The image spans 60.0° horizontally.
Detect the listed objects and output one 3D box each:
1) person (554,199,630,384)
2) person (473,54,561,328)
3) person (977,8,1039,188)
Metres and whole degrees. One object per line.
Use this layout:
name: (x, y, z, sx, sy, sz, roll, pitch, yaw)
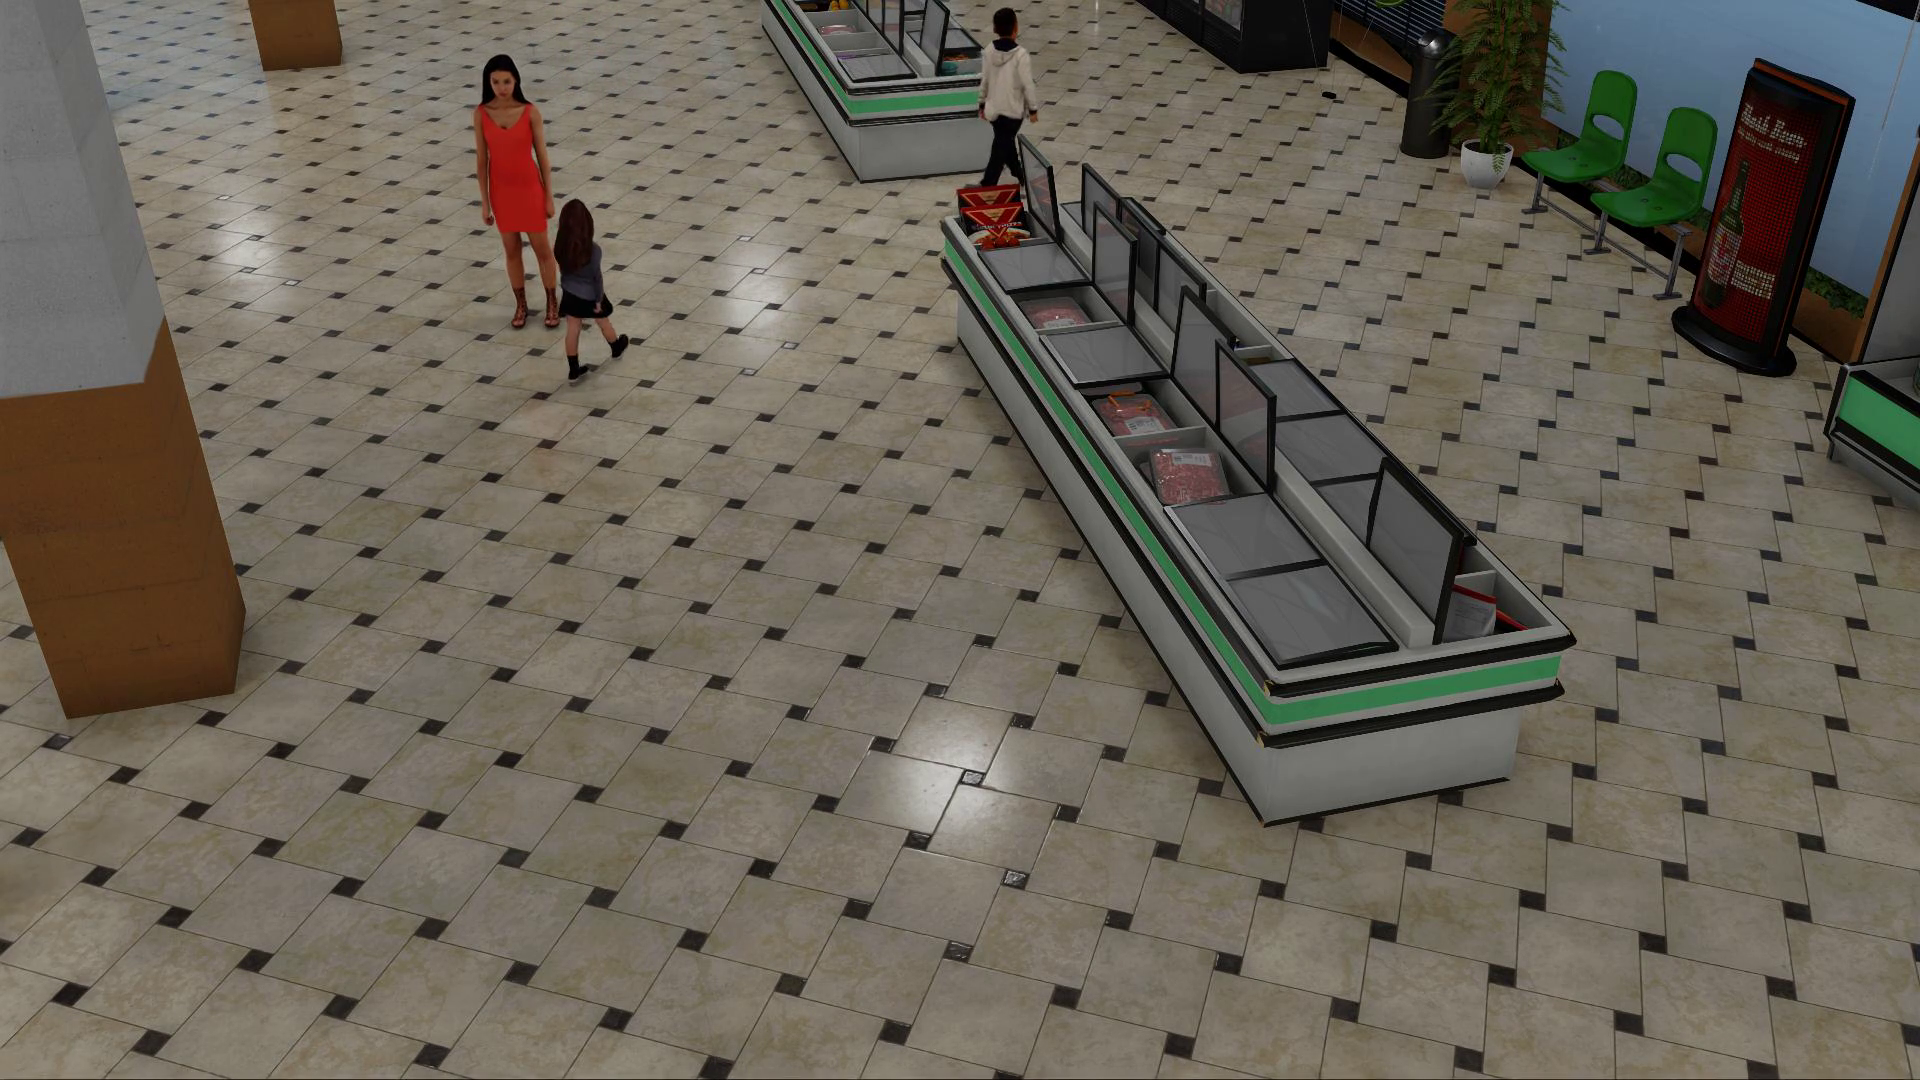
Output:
person: (-2.281, -1.458, 9.896, 0.691, 1.075, 0.822, 9, 33, 15)
person: (-2.797, -2.187, 10.457, 0.632, 1.719, 0.602, -3, 32, -5)
person: (0.281, -3.144, 12.286, 0.997, 1.412, 0.974, 26, 40, 35)
